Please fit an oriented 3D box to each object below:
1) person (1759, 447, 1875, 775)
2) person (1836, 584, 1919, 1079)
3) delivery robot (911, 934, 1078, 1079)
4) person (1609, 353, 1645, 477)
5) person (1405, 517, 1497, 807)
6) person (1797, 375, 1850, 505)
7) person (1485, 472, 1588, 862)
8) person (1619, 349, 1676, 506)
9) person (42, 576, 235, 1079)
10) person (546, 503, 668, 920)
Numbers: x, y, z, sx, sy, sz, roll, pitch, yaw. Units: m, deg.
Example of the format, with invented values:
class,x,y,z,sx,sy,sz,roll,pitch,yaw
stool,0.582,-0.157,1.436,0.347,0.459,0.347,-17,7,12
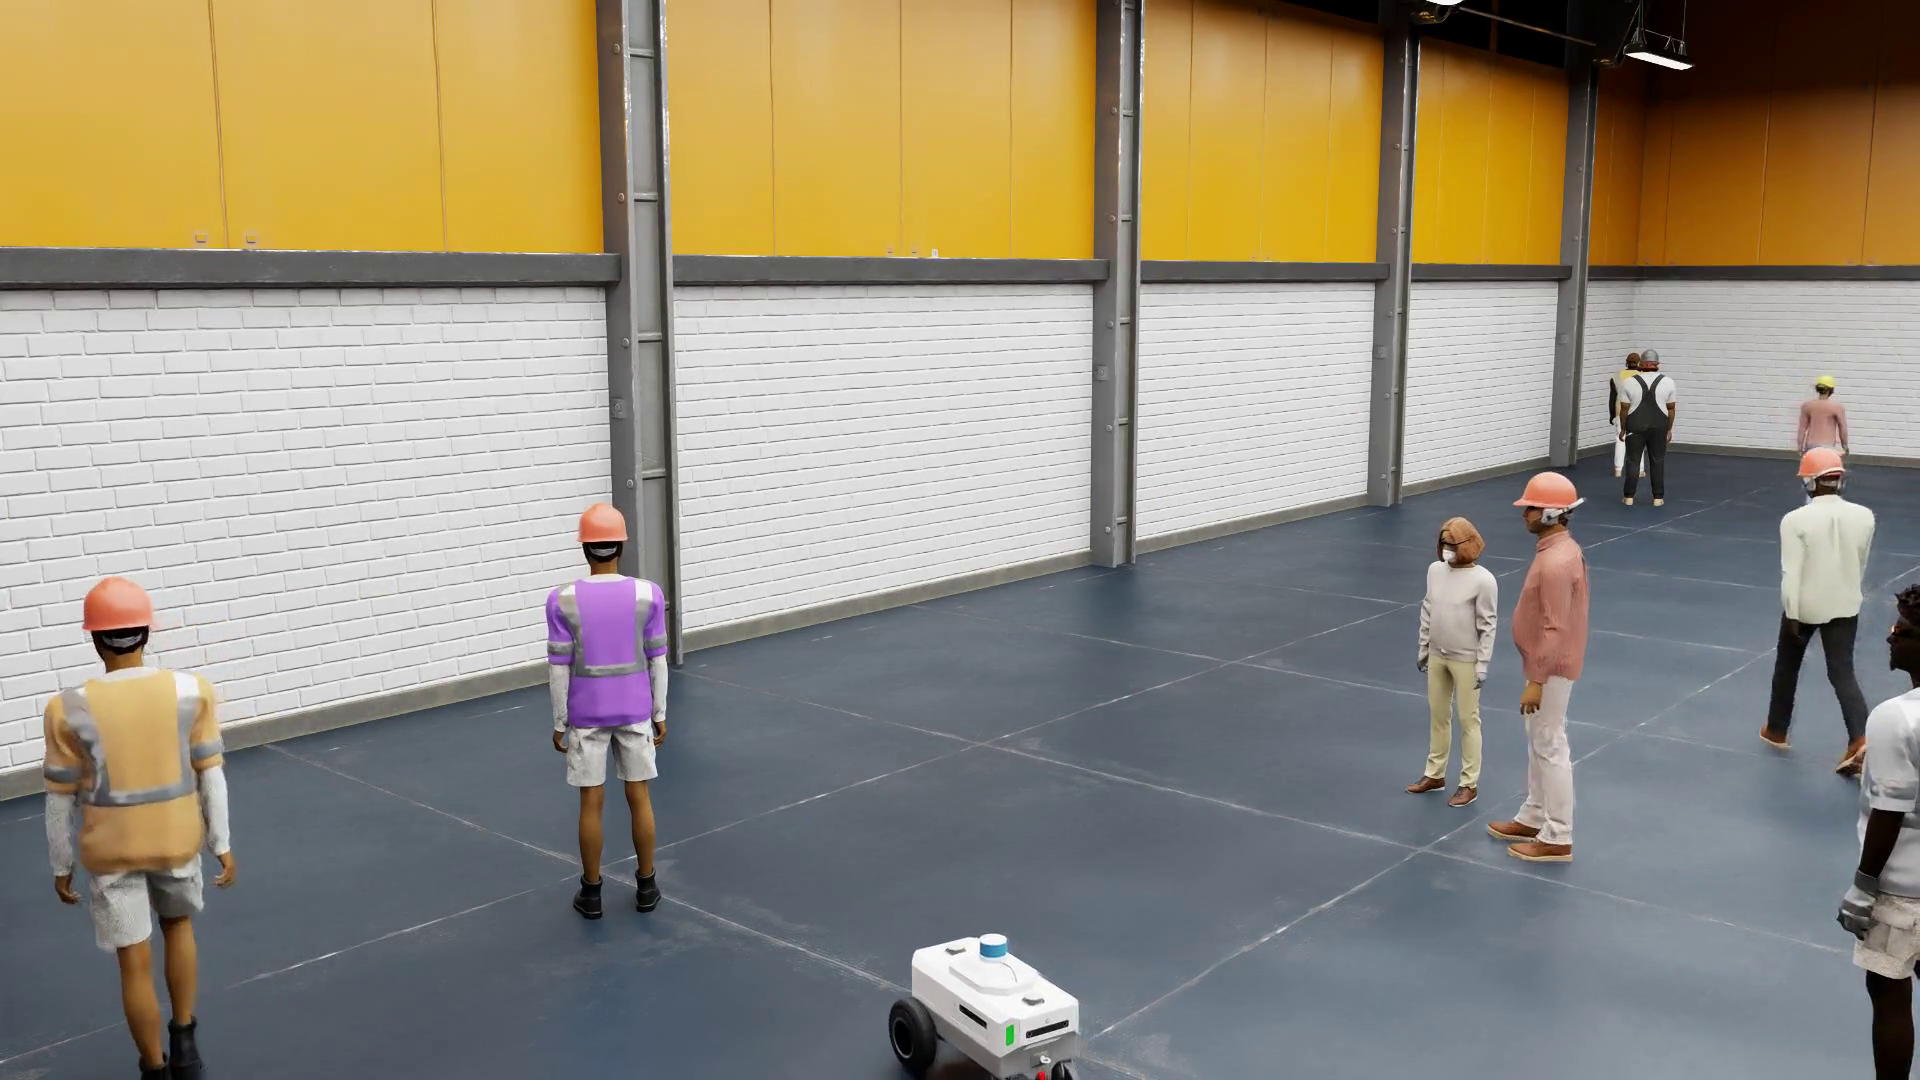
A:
class,x,y,z,sx,sy,sz,roll,pitch,yaw
person,5.270,0.415,10.107,0.576,1.943,1.008,1,9,5
person,3.228,1.109,5.622,0.613,1.965,0.361,-4,10,-25
delivery robot,0.122,1.691,6.098,0.477,0.478,0.707,-6,11,-32
person,9.923,-1.845,24.587,0.619,1.839,0.430,5,10,28
person,2.786,0.677,9.384,0.284,1.633,0.498,-6,11,-32
person,10.812,-1.186,20.788,0.860,1.731,0.533,-7,11,-36
person,2.946,0.654,8.501,0.547,1.994,0.634,3,10,20
person,8.889,-1.466,21.560,0.674,2.000,0.535,3,10,19
person,-2.943,1.078,5.958,0.580,1.919,0.529,-6,11,-35
person,-1.629,0.791,7.720,0.547,1.935,0.365,-3,10,-18
